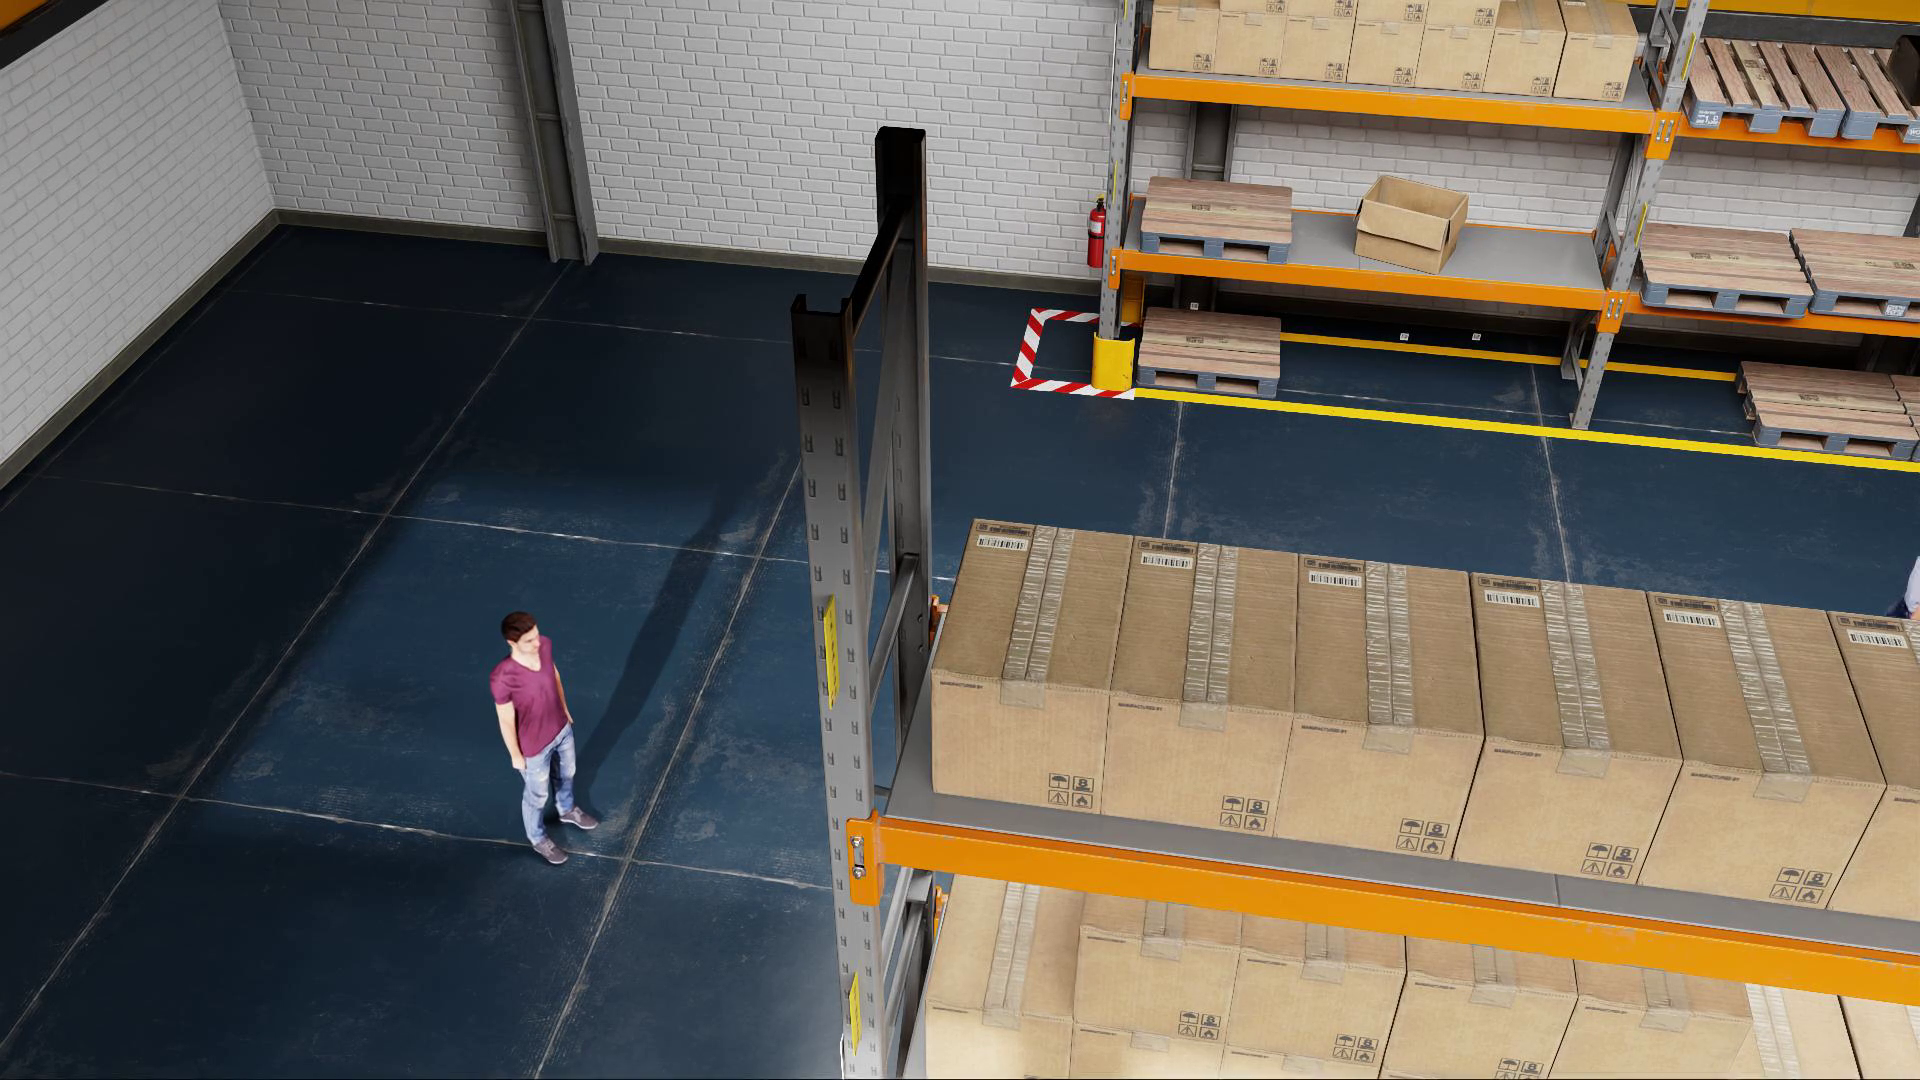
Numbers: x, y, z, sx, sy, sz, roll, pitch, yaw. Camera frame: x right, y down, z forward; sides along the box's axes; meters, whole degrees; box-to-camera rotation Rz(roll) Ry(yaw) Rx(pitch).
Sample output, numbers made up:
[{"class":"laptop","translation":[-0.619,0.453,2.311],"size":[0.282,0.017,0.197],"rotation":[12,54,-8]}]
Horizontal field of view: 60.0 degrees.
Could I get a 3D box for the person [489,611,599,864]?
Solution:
[{"class":"person","translation":[-2.497,1.126,9.836],"size":[0.639,1.848,0.702],"rotation":[17,42,20]}]
